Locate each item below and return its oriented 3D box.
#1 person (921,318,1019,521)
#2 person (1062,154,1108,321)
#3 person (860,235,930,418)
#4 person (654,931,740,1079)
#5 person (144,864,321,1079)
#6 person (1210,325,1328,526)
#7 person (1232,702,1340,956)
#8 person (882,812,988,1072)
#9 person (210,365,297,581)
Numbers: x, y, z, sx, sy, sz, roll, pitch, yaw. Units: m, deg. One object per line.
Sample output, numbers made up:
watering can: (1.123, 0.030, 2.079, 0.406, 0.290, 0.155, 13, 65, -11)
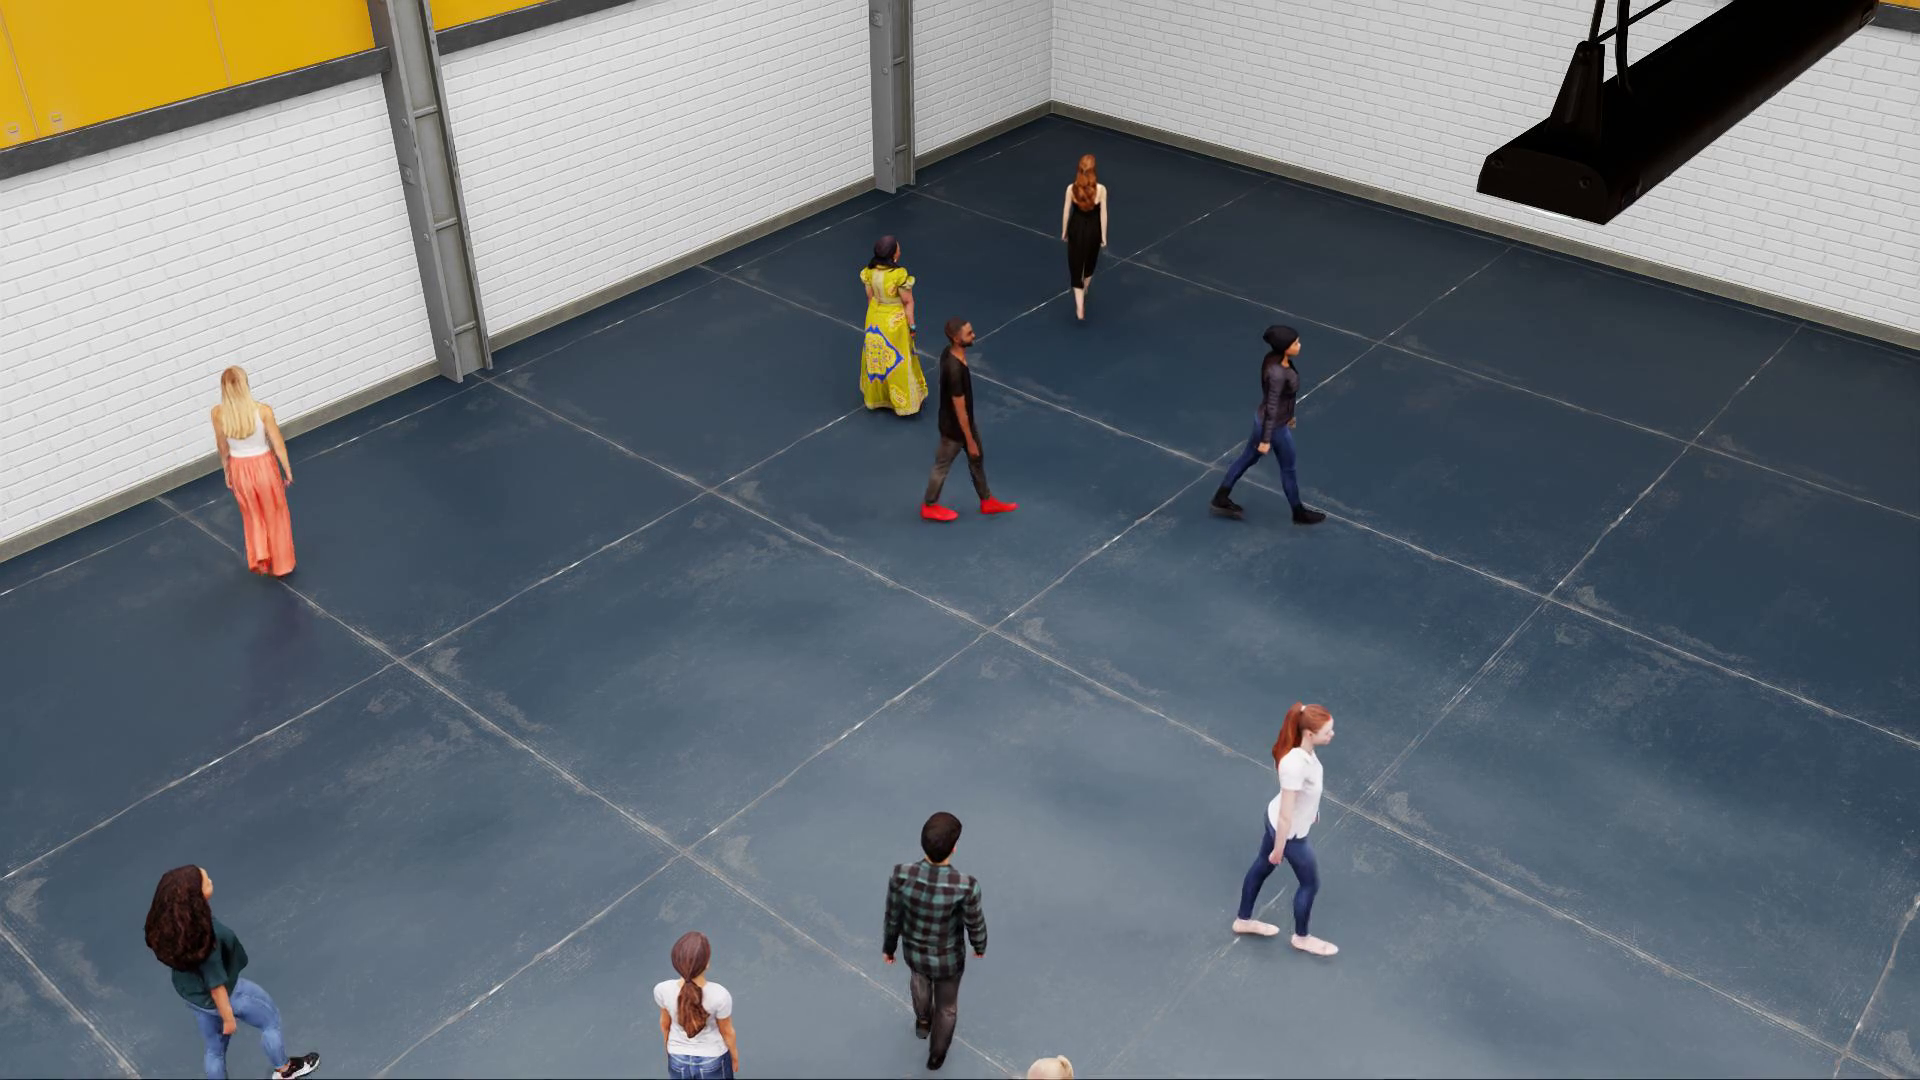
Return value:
person: (-0.128, -0.897, 12.900, 1.076, 1.775, 1.069, 2, 34, 3)
person: (1.196, -2.892, 16.084, 1.031, 1.575, 1.166, 1, 34, 2)
person: (-0.607, -1.871, 14.470, 0.886, 1.660, 0.813, 19, 38, 27)
person: (-1.252, 2.485, 8.006, 0.618, 1.562, 0.657, 4, 34, 6)
person: (-3.767, 2.296, 8.256, 0.642, 1.599, 0.793, 18, 38, 25)
person: (2.325, -0.871, 12.932, 1.094, 1.698, 1.172, 5, 34, 7)
person: (1.717, 1.585, 9.222, 0.893, 1.715, 0.874, 2, 34, 3)
person: (-0.161, 2.133, 8.563, 0.850, 1.698, 0.865, 8, 34, 12)
person: (-5.168, -0.409, 12.158, 0.887, 1.785, 0.945, -3, 34, -5)
